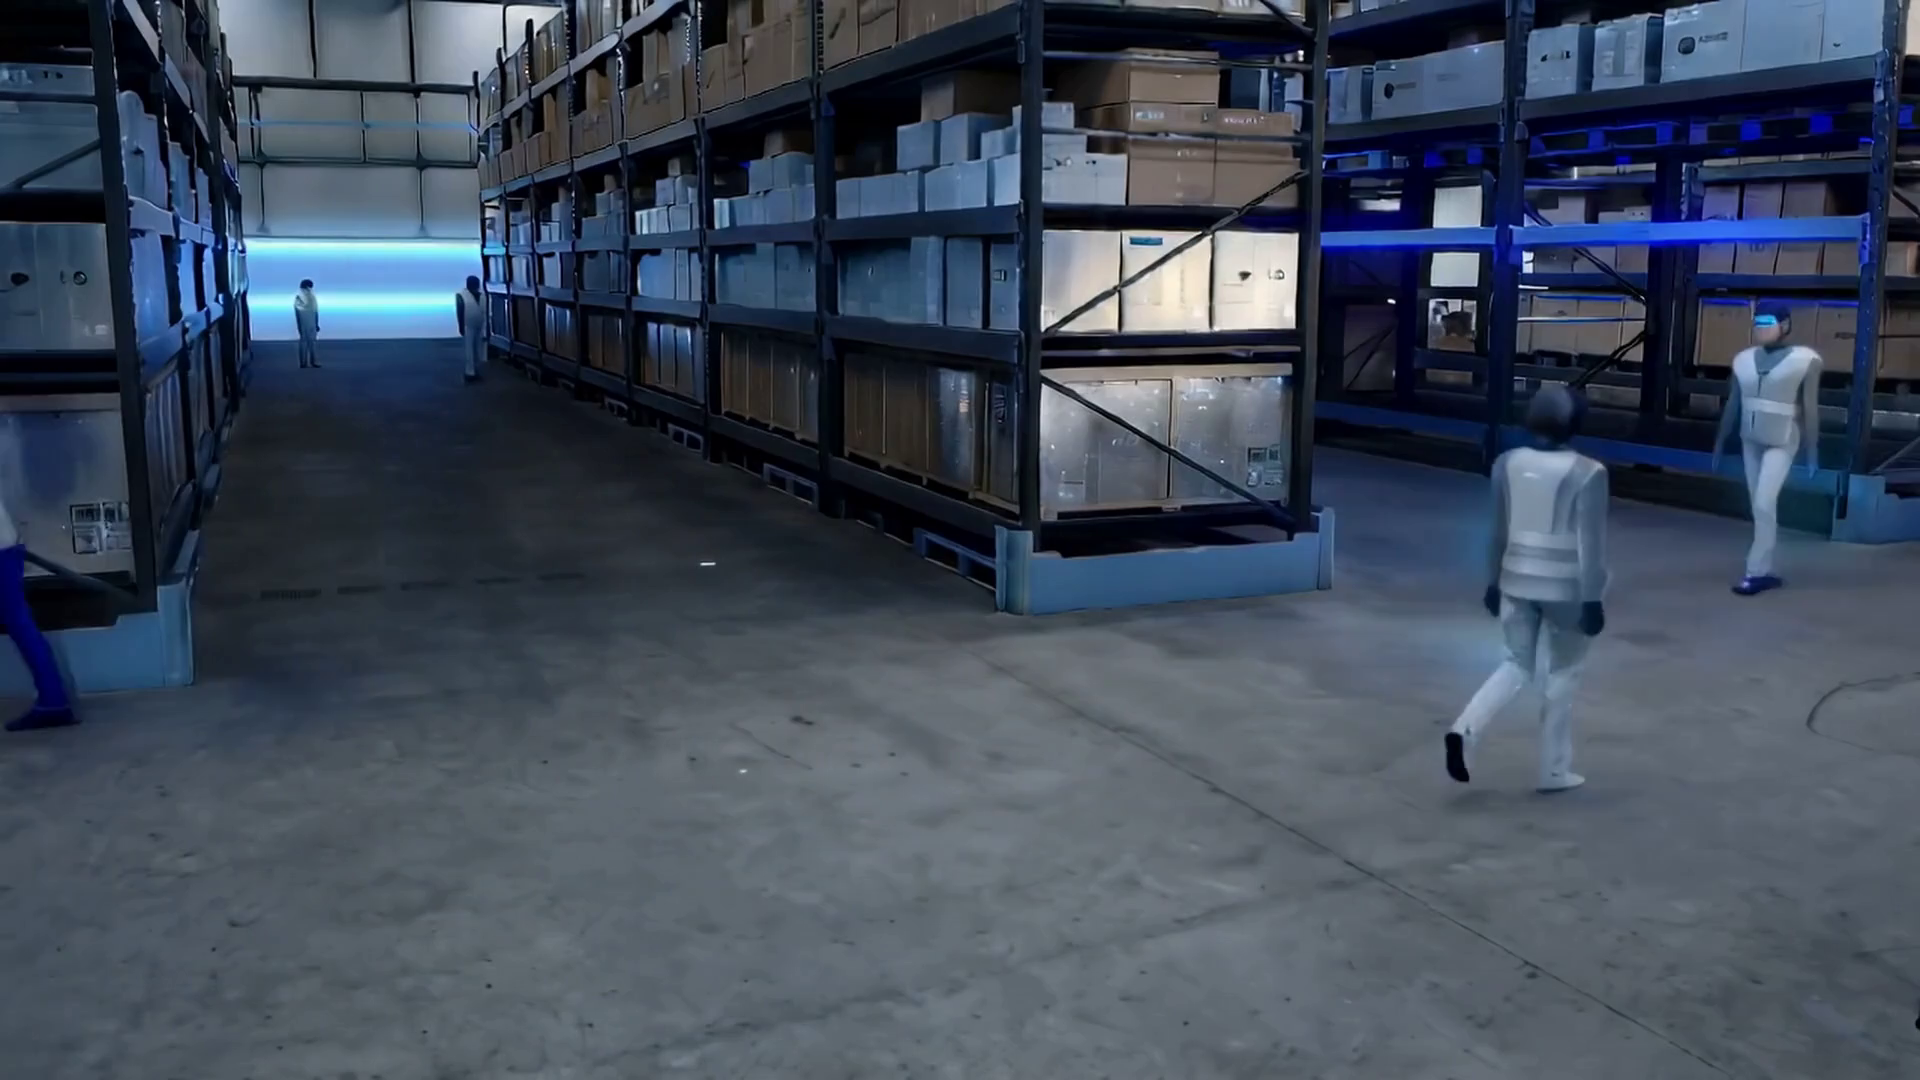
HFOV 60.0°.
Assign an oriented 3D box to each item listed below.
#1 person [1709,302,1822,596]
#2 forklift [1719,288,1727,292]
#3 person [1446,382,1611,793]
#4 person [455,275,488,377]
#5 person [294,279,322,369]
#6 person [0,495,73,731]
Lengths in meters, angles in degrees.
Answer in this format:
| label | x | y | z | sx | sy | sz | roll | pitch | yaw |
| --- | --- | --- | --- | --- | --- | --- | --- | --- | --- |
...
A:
| label | x | y | z | sx | sy | sz | roll | pitch | yaw |
| --- | --- | --- | --- | --- | --- | --- | --- | --- | --- |
| person | 4.955 | -0.559 | 10.365 | 0.743 | 1.818 | 0.610 | -5 | 11 | -26 |
| forklift | 12.835 | -3.894 | 27.188 | 1.873 | 2.768 | 1.129 | -5 | 11 | -29 |
| person | 2.207 | 0.206 | 6.398 | 0.567 | 1.622 | 0.521 | -6 | 11 | -33 |
| person | -8.838 | -3.879 | 30.204 | 0.429 | 1.845 | 0.621 | 6 | 11 | 32 |
| person | -12.710 | -4.202 | 32.445 | 0.354 | 1.744 | 0.557 | 3 | 10 | 20 |
| person | -4.342 | 0.031 | 7.137 | 0.892 | 1.727 | 0.536 | -4 | 10 | -25 |
